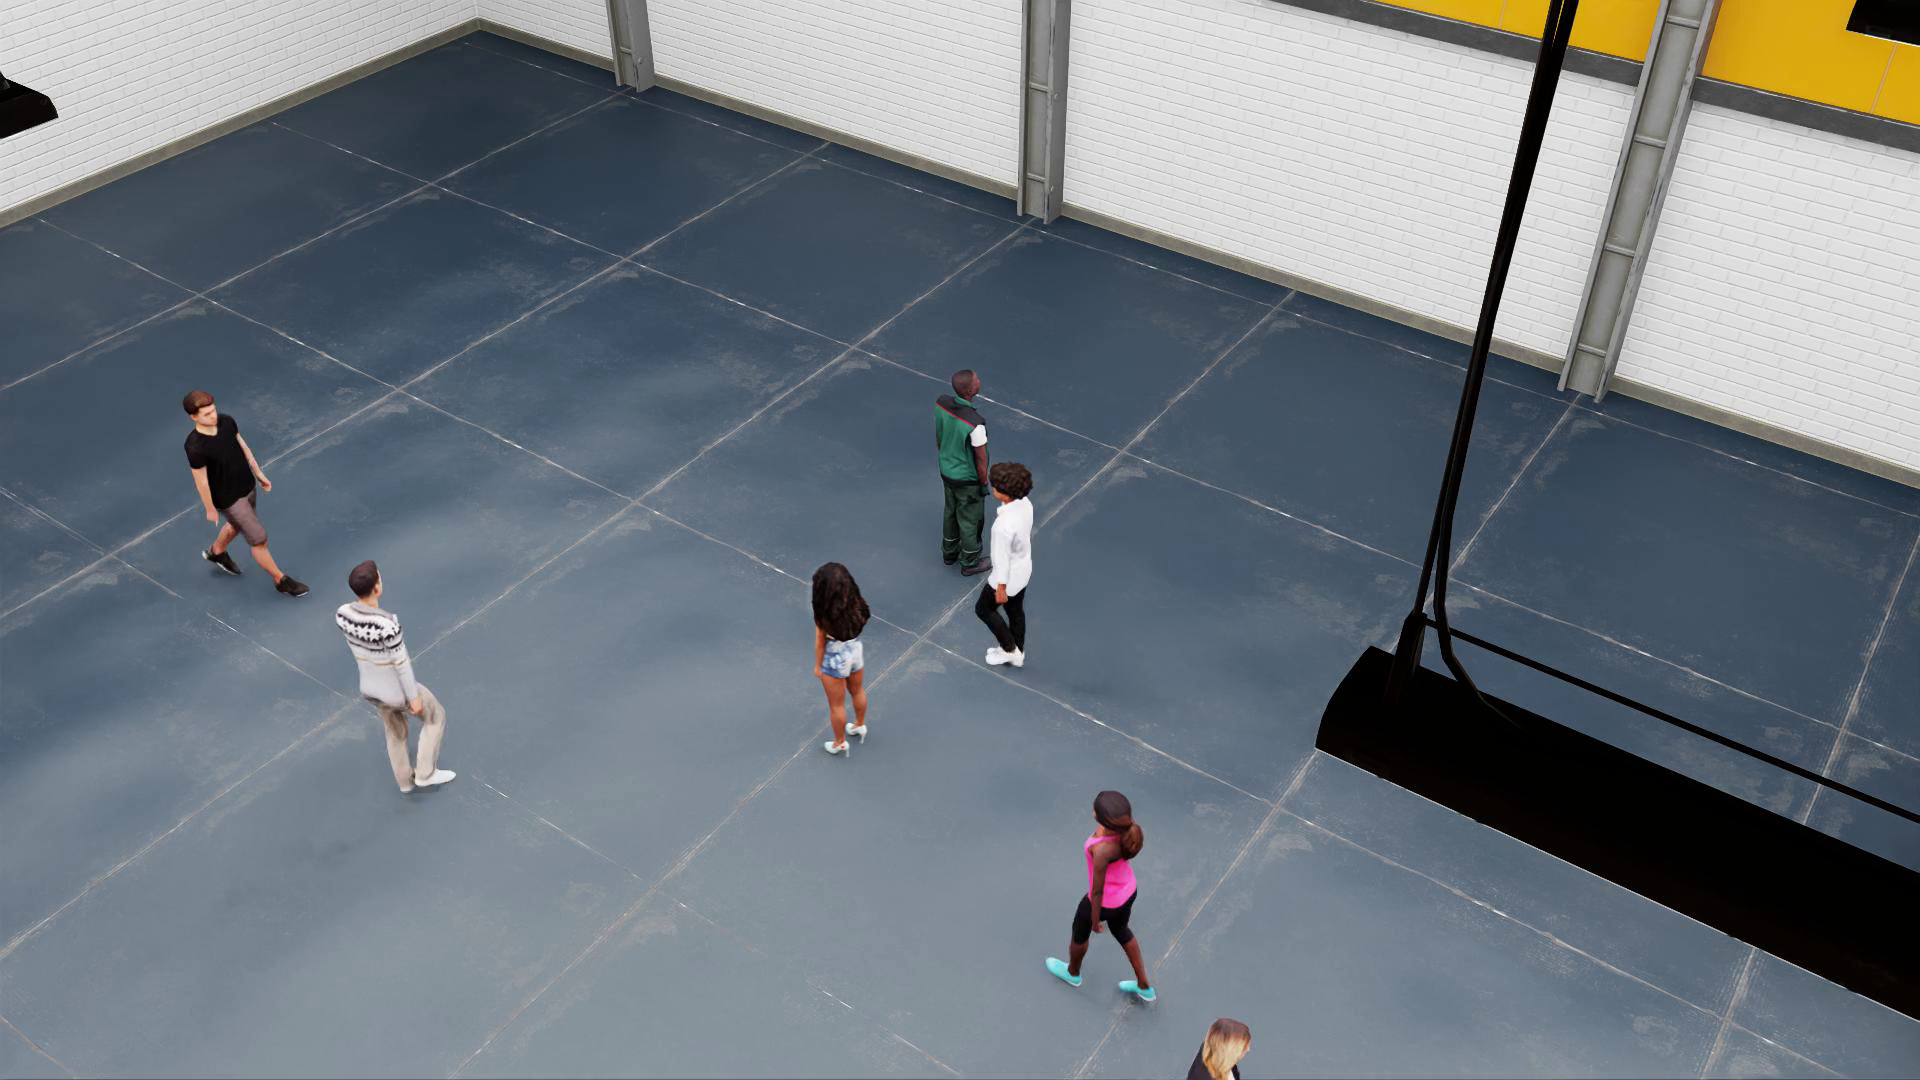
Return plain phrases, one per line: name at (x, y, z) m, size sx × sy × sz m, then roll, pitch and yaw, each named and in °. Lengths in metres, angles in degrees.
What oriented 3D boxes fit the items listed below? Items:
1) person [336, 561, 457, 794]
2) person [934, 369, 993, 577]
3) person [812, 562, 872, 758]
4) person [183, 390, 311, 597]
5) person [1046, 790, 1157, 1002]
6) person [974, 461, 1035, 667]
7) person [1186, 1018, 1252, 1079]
person at (-3.812, 0.998, 10.934) m, size 0.595 × 1.843 × 0.806 m, roll 21°, pitch 43°, yaw 24°
person at (0.025, -0.530, 12.850) m, size 0.799 × 1.839 × 0.617 m, roll -29°, pitch 47°, yaw -31°
person at (-0.810, 0.819, 11.338) m, size 0.566 × 1.618 × 0.549 m, roll 25°, pitch 45°, yaw 28°
person at (-5.613, -0.388, 12.675) m, size 1.269 × 1.837 × 0.970 m, roll 8°, pitch 39°, yaw 10°
person at (0.940, 2.096, 9.675) m, size 0.931 × 1.700 × 0.613 m, roll 27°, pitch 46°, yaw 29°
person at (0.427, 0.225, 11.936) m, size 0.680 × 1.801 × 0.717 m, roll 14°, pitch 41°, yaw 17°
person at (1.132, 3.000, 8.592) m, size 0.753 × 1.637 × 0.770 m, roll 22°, pitch 43°, yaw 25°
